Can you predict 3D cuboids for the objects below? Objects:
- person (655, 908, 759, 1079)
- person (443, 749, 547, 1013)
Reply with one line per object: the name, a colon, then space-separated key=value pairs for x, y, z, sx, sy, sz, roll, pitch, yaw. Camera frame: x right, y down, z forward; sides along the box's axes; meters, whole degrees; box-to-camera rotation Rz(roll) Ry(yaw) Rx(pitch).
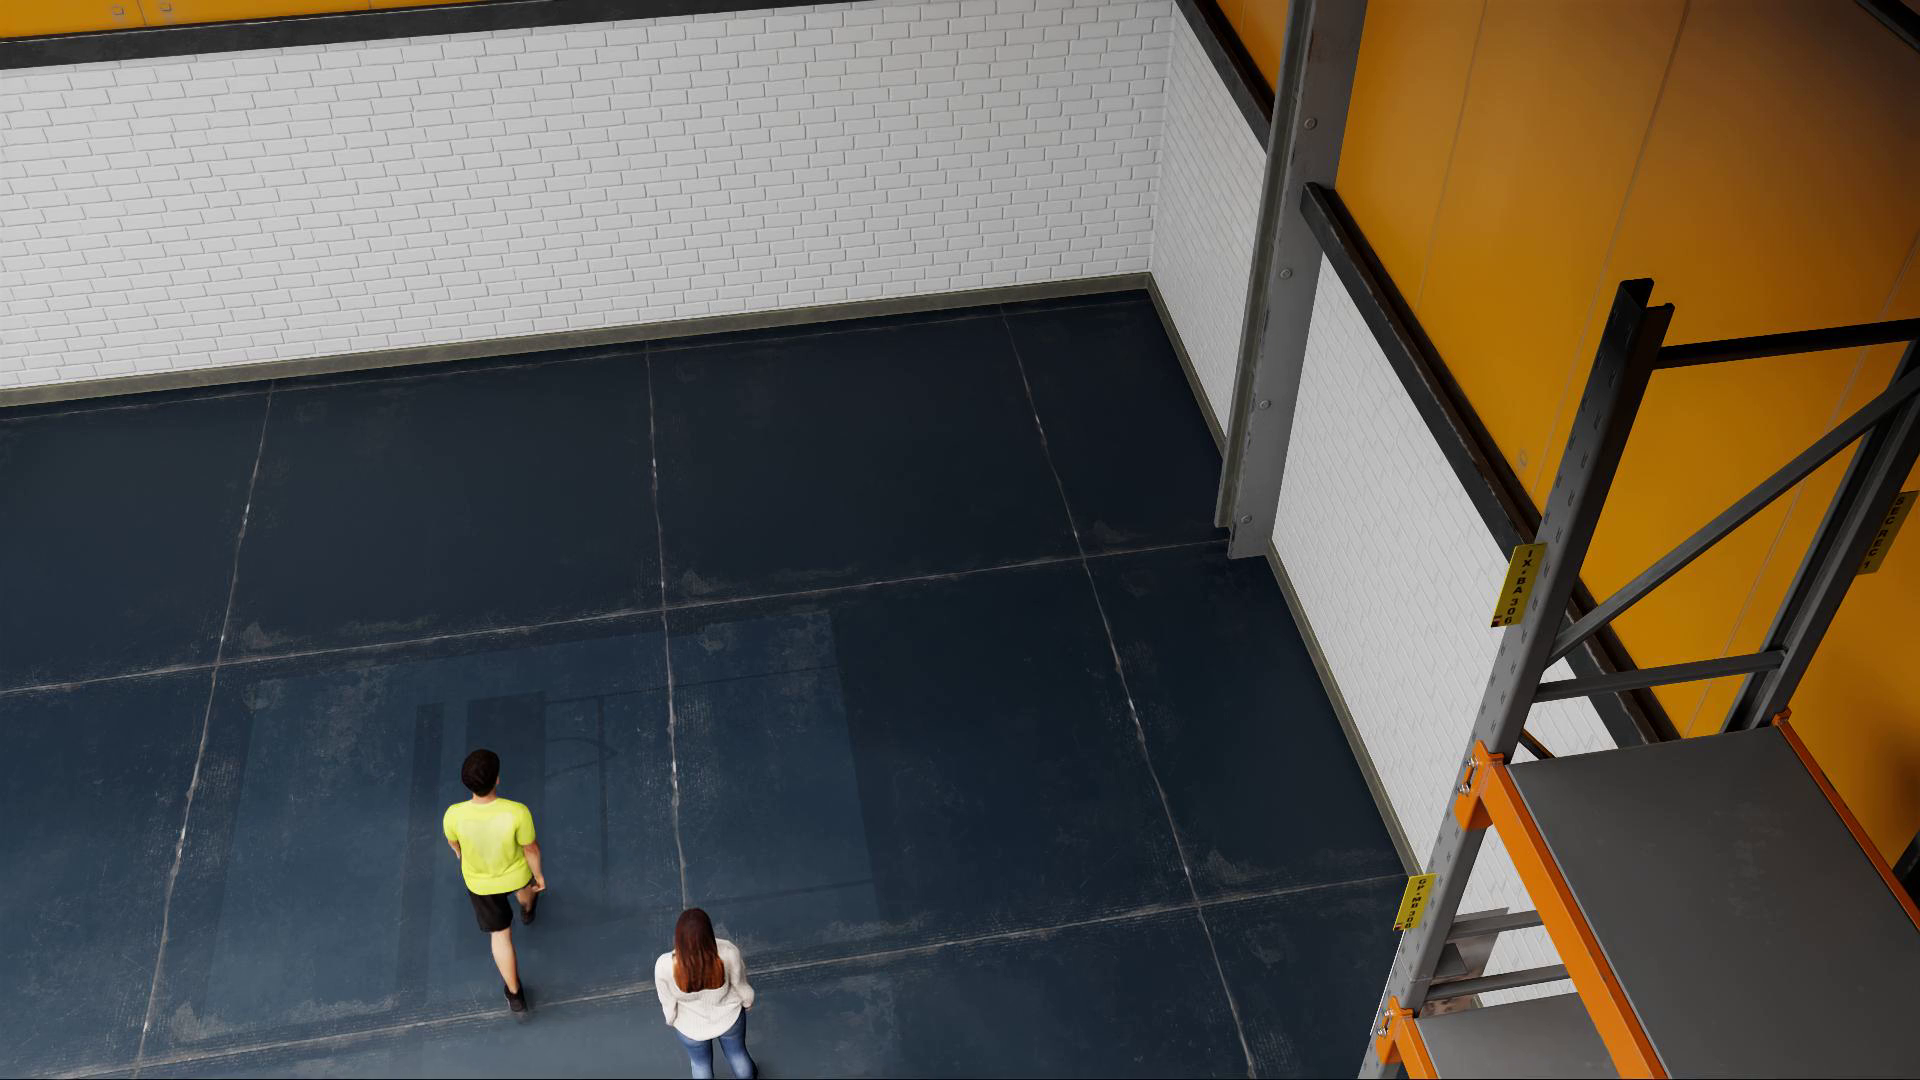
person: x=-1.259 y=2.385 z=8.382 sx=0.626 sy=1.692 sz=0.557 roll=-10 pitch=45 yaw=-10
person: x=-2.482 y=1.852 z=8.961 sx=0.695 sy=1.665 sz=1.137 roll=-11 pitch=45 yaw=-11
